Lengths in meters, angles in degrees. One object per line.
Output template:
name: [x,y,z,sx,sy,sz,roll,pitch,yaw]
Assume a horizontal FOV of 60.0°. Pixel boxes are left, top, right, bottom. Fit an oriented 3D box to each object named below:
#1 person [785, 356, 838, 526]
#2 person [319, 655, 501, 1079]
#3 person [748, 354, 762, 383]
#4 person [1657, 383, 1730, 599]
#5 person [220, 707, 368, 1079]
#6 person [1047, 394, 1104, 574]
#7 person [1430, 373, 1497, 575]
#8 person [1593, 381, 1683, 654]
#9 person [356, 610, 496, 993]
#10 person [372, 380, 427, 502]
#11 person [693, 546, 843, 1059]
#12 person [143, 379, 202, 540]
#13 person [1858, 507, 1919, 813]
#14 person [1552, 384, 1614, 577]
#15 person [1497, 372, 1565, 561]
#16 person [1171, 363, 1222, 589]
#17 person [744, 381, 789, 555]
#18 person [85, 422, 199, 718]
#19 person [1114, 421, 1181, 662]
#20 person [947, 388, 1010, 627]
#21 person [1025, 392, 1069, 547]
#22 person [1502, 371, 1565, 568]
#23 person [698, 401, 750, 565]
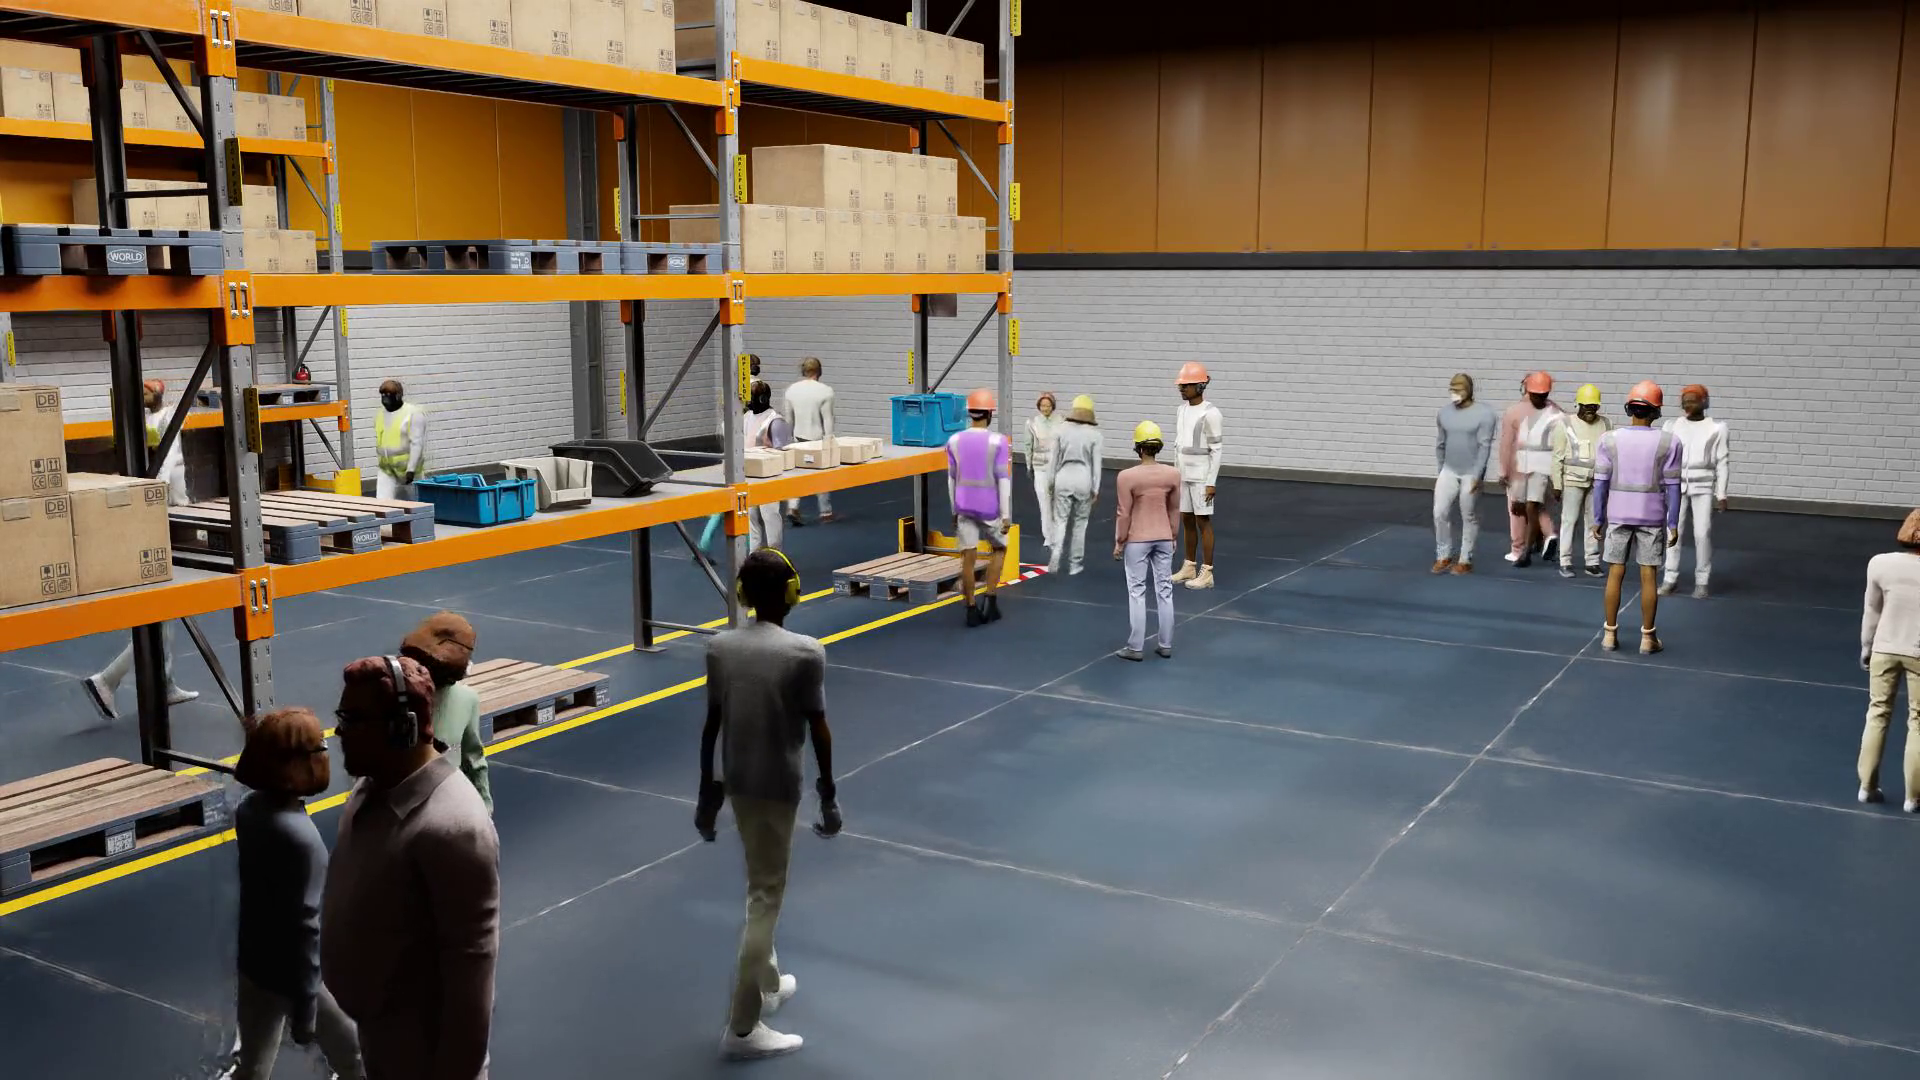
person: [-1.681,-1.105,18.715,0.641,1.920,0.802,4,10,25]
person: [-1.393,1.224,4.200,0.399,1.909,0.642,-7,11,-37]
person: [-2.586,-1.385,20.685,0.429,1.845,0.620,-9,13,-44]
person: [6.413,-0.432,14.599,0.585,1.882,0.349,8,12,40]
person: [-2.010,1.274,4.881,0.831,1.600,0.514,-9,13,-44]
person: [1.059,-0.495,15.531,0.541,1.705,0.630,2,9,15]
person: [4.672,-0.597,15.558,0.621,1.915,0.609,9,13,44]
person: [5.071,-0.169,12.467,0.615,2.041,0.387,5,10,30]
person: [-1.968,1.064,6.146,0.329,1.612,0.590,7,11,36]
person: [-5.587,-0.698,16.591,0.622,1.794,1.010,3,10,17]
person: [-0.738,0.957,6.172,0.519,1.829,0.677,5,10,29]
person: [-7.673,-0.605,15.830,0.608,1.831,0.981,7,11,36]
person: [5.036,0.626,8.813,0.284,1.624,0.501,-8,12,-41]
person: [5.832,-0.550,15.560,0.602,1.817,0.403,-1,9,-7]
person: [5.571,-0.690,16.216,0.642,1.891,0.543,-1,9,-9]
person: [2.097,-0.576,15.010,0.393,2.041,0.613,-4,10,-26]
person: [-1.878,-0.569,15.593,0.429,1.843,0.633,-8,12,-41]
person: [-5.283,0.191,10.662,0.600,1.903,0.730,6,11,34]
person: [1.370,0.011,12.210,0.522,1.768,0.312,-4,10,-21]
person: [0.179,-0.264,13.439,0.568,1.918,0.548,4,10,23]
person: [0.959,-0.765,17.481,0.555,1.615,0.644,1,9,7]
person: [5.595,-0.696,16.166,0.564,1.912,0.653,8,12,41]
person: [-2.229,-0.601,16.221,0.864,1.713,0.533,-6,11,-35]
